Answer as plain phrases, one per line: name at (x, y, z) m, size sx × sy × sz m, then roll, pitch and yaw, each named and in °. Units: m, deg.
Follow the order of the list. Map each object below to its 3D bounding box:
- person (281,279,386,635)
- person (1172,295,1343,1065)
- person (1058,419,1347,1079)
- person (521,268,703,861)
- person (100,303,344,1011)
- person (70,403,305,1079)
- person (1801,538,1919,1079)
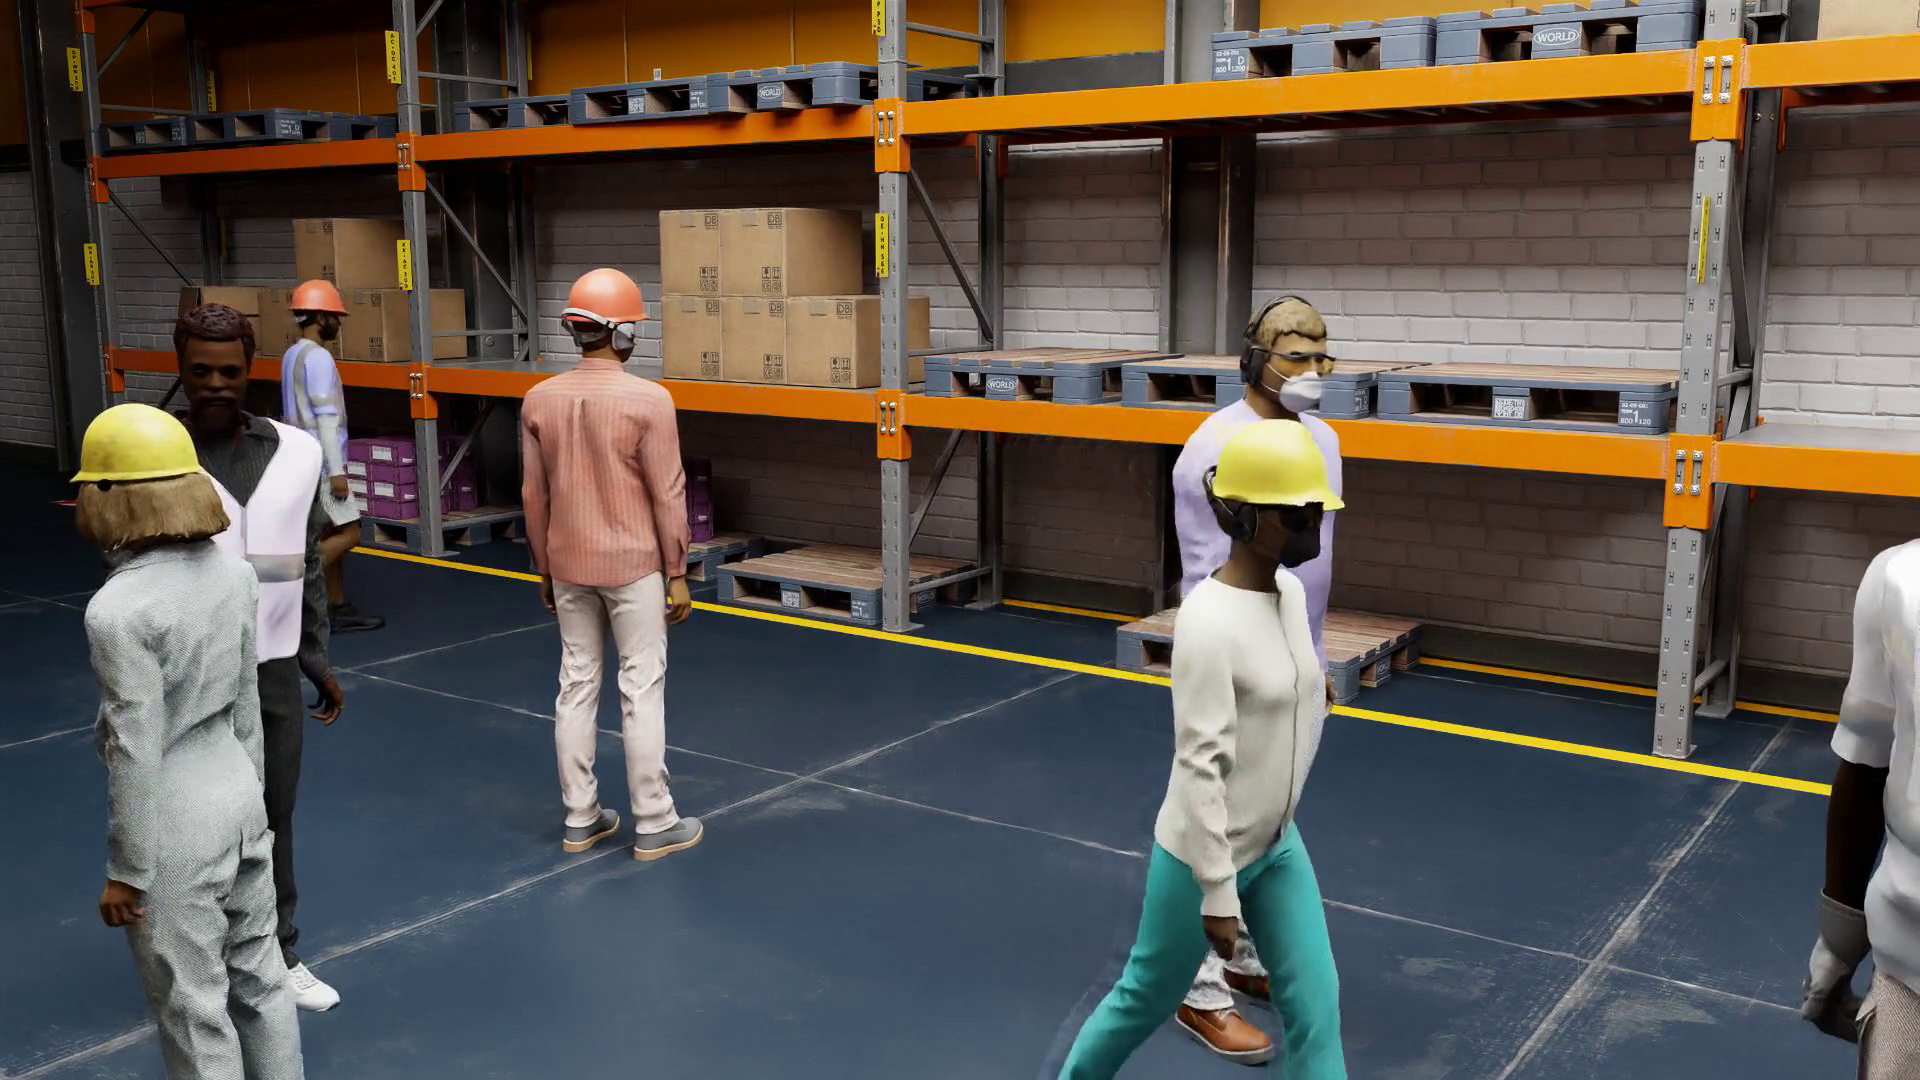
person at (-3.397, -0.411, 8.824) m, size 0.590 × 1.923 × 0.601 m, roll -6°, pitch 12°, yaw -34°
person at (0.775, 0.346, 4.289) m, size 0.359 × 1.936 × 0.632 m, roll 8°, pitch 13°, yaw 41°
person at (0.550, 0.604, 3.402) m, size 0.920 × 1.718 × 0.545 m, roll 7°, pitch 12°, yaw 34°
person at (-1.178, 0.089, 5.641) m, size 0.609 × 1.996 × 0.383 m, roll 4°, pitch 10°, yaw 22°
person at (-1.915, 0.346, 4.348) m, size 0.386 × 1.916 × 0.590 m, roll 8°, pitch 12°, yaw 39°
person at (-1.603, 0.591, 3.411) m, size 0.325 × 1.740 × 0.492 m, roll 1°, pitch 10°, yaw 7°
person at (1.557, 0.640, 2.454) m, size 0.368 × 1.961 × 0.613 m, roll -7°, pitch 12°, yaw -35°
